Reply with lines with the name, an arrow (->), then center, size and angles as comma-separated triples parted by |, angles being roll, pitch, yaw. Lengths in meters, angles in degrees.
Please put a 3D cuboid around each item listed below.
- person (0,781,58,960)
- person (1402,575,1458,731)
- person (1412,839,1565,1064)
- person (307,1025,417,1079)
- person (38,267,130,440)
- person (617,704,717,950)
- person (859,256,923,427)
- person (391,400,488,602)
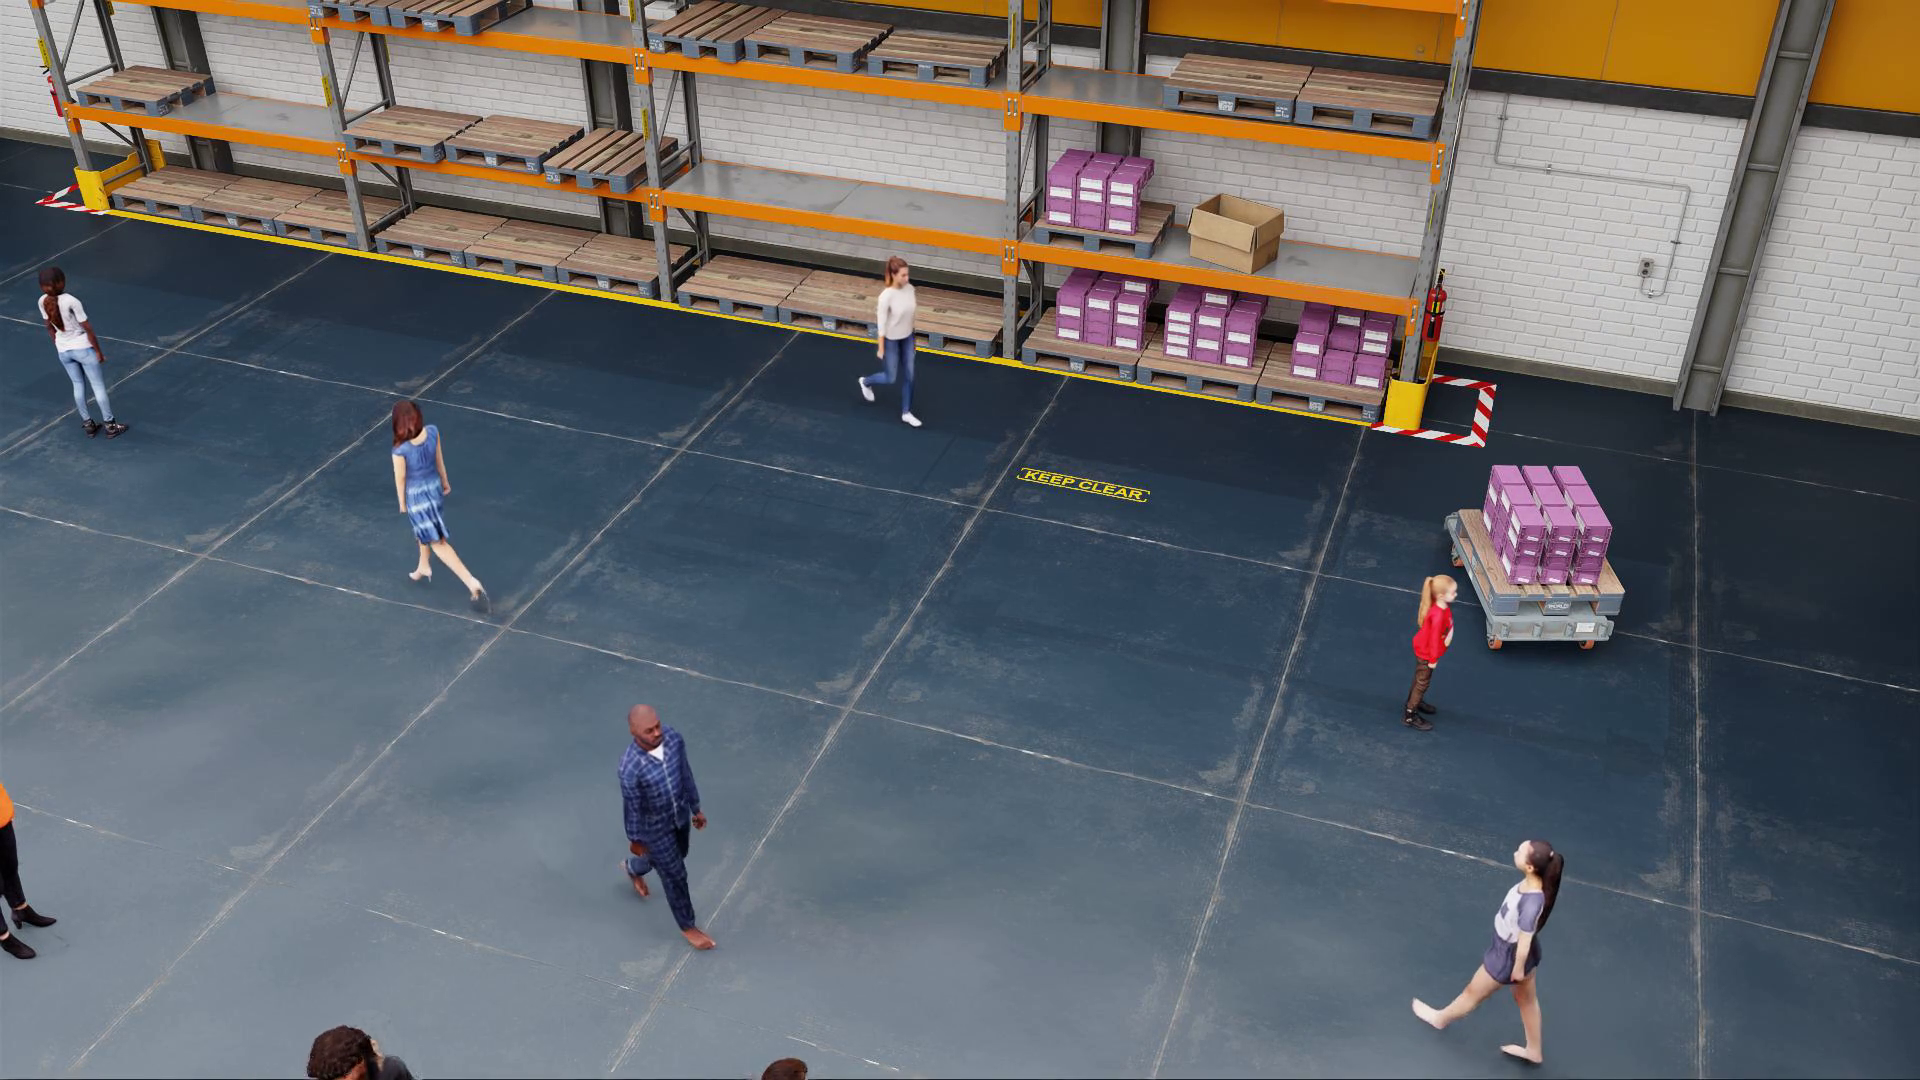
person -> -5.956, 1.803, 10.145 | 0.654, 1.749, 0.682 | 1, 34, 1
person -> 3.416, 0.787, 12.096 | 0.490, 1.282, 0.488 | 9, 35, 13
person -> 3.234, 2.373, 9.412 | 1.064, 1.612, 0.764 | 20, 38, 27
person -> -2.847, 3.009, 8.318 | 0.829, 1.764, 0.841 | 28, 43, 36
person -> -8.237, -1.754, 15.524 | 0.527, 1.719, 0.688 | 4, 34, 7
person -> -1.900, 1.688, 10.277 | 1.142, 1.794, 0.806 | 19, 38, 26
person -> -0.647, -1.901, 15.764 | 0.900, 1.697, 1.083 | -28, 43, -35
person -> -4.193, -0.266, 13.239 | 1.140, 1.770, 0.690 | 15, 36, 21
